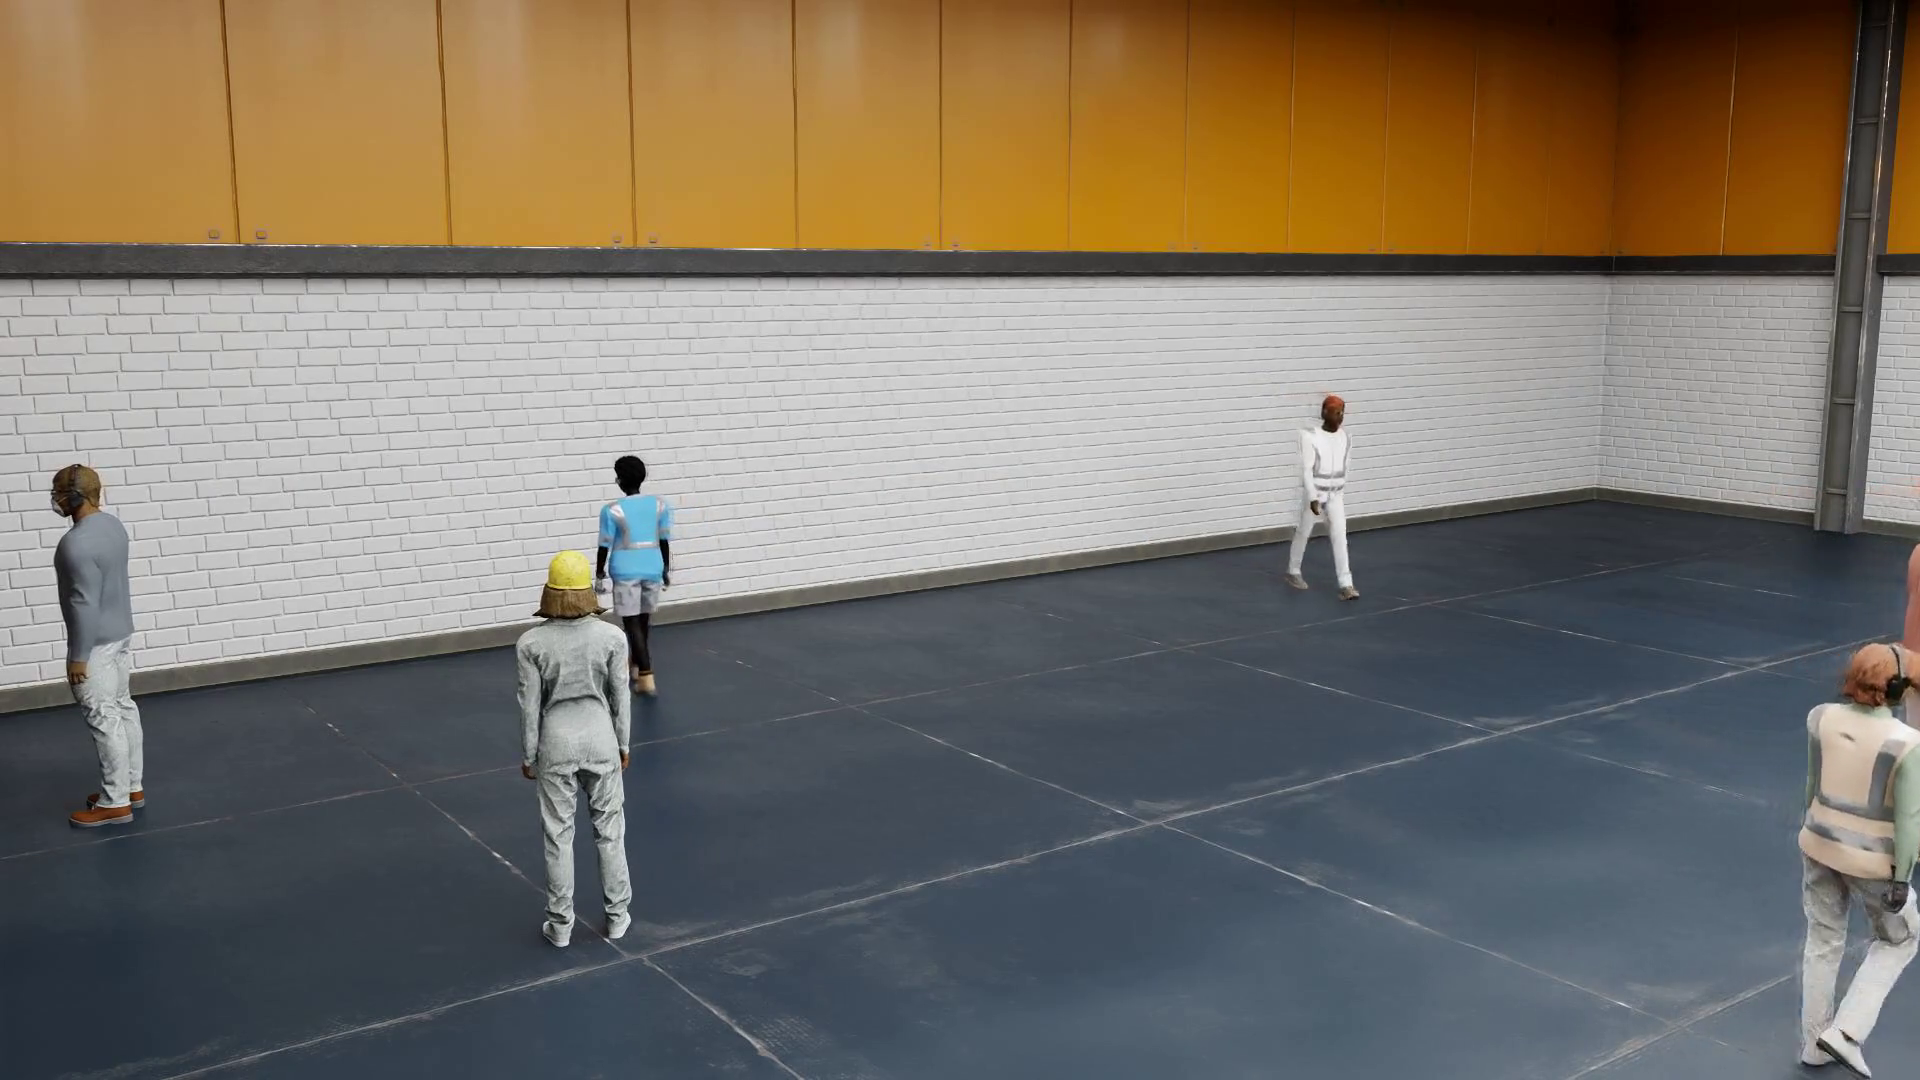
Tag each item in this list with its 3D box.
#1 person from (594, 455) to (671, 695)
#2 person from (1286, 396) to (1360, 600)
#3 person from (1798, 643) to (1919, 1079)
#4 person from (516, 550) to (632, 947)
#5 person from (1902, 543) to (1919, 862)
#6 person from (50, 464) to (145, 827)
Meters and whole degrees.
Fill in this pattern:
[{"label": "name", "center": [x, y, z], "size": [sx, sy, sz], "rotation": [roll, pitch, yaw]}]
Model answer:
[{"label": "person", "center": [-2.302, 0.237, 11.667], "size": [0.547, 1.667, 0.716], "rotation": [-8, 12, -40]}, {"label": "person", "center": [3.305, -0.396, 15.119], "size": [0.567, 1.832, 1.032], "rotation": [-3, 10, -16]}, {"label": "person", "center": [3.279, 1.166, 6.070], "size": [0.370, 1.625, 0.522], "rotation": [-5, 10, -27]}, {"label": "person", "center": [-1.684, 0.909, 7.295], "size": [0.484, 1.744, 0.295], "rotation": [-3, 10, -18]}, {"label": "person", "center": [4.871, 0.655, 8.156], "size": [0.532, 1.975, 0.615], "rotation": [-1, 9, -4]}, {"label": "person", "center": [-4.612, 0.554, 8.883], "size": [0.356, 1.936, 0.638], "rotation": [-2, 9, -10]}]
